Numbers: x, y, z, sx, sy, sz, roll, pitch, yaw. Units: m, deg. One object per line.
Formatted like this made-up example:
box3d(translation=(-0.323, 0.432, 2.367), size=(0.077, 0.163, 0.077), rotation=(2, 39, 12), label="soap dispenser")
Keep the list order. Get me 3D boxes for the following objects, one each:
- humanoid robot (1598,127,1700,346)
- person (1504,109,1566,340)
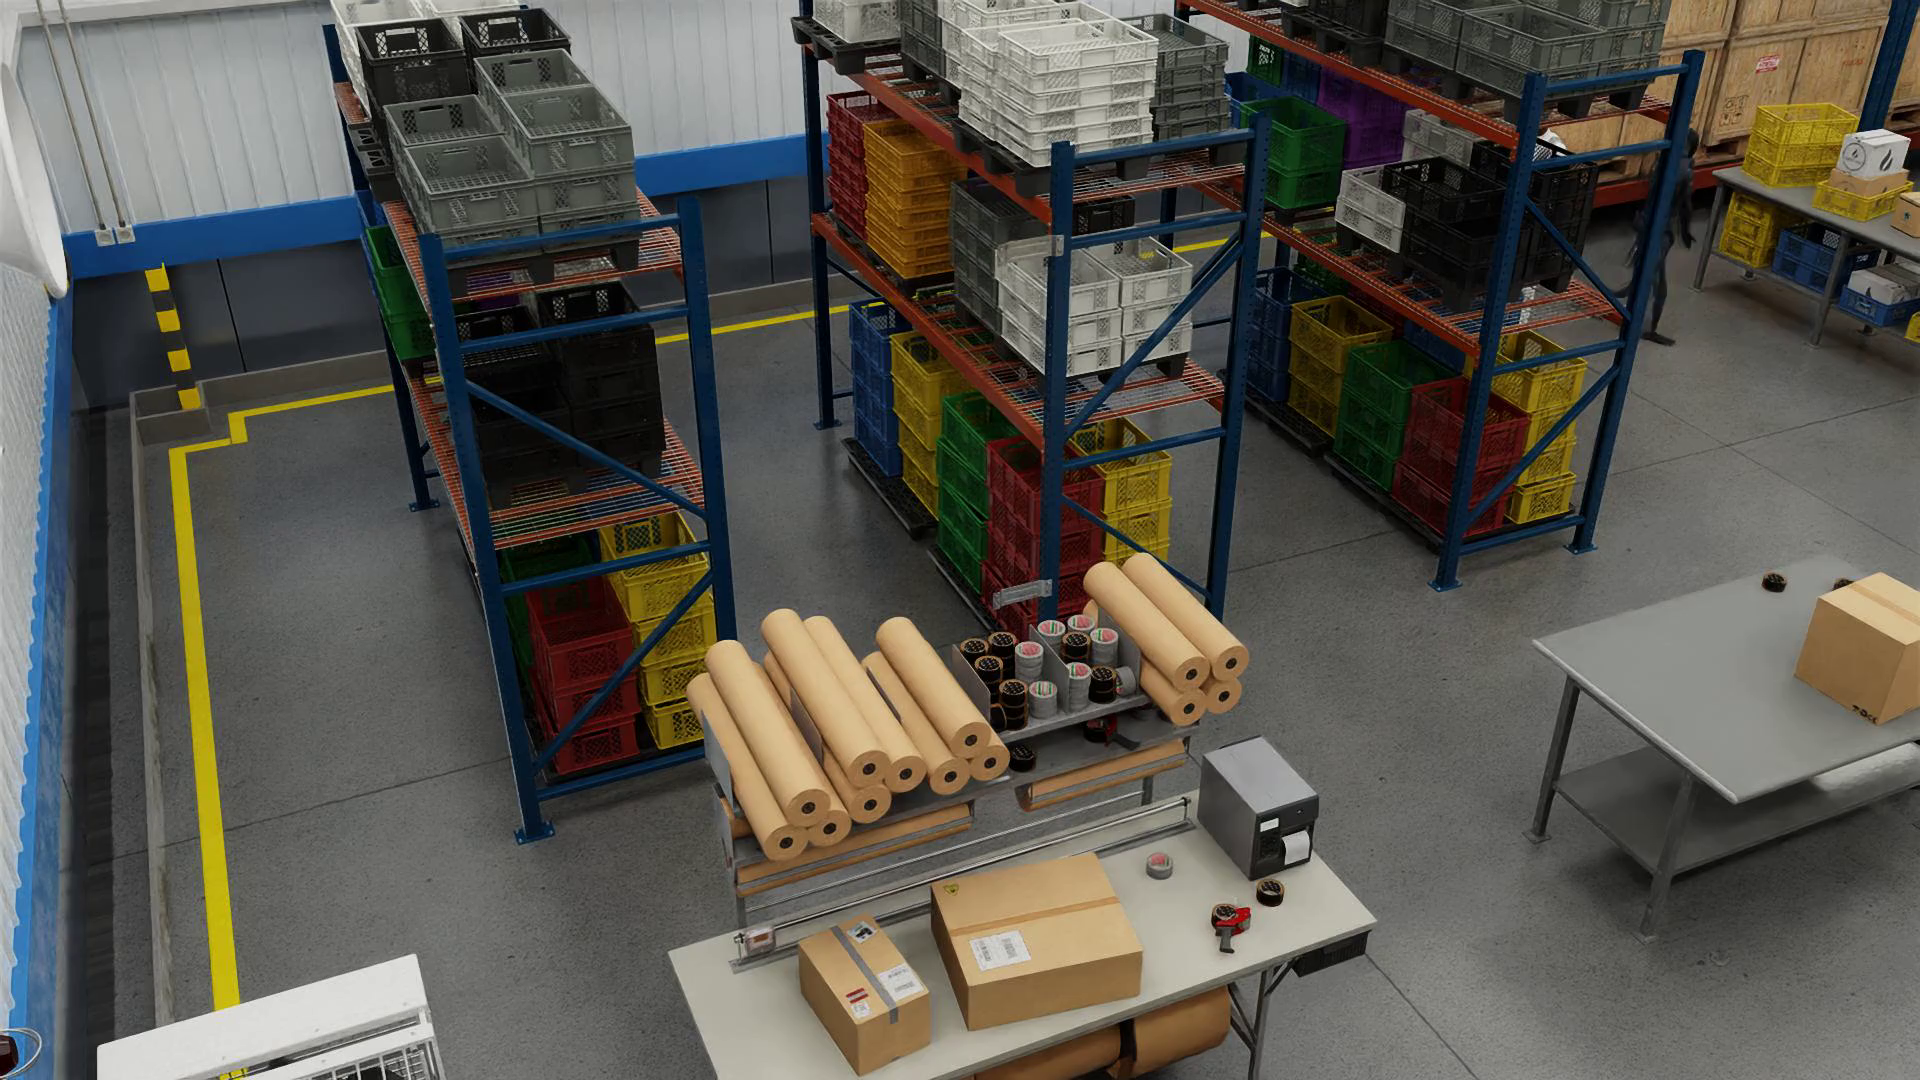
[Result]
box3d(translation=(5.171, -2.312, 12.404), size=(0.664, 1.629, 0.568), rotation=(22, 38, 31), label="humanoid robot")
box3d(translation=(4.180, -2.410, 12.344), size=(0.340, 1.881, 0.579), rotation=(-9, 33, -15), label="person")
